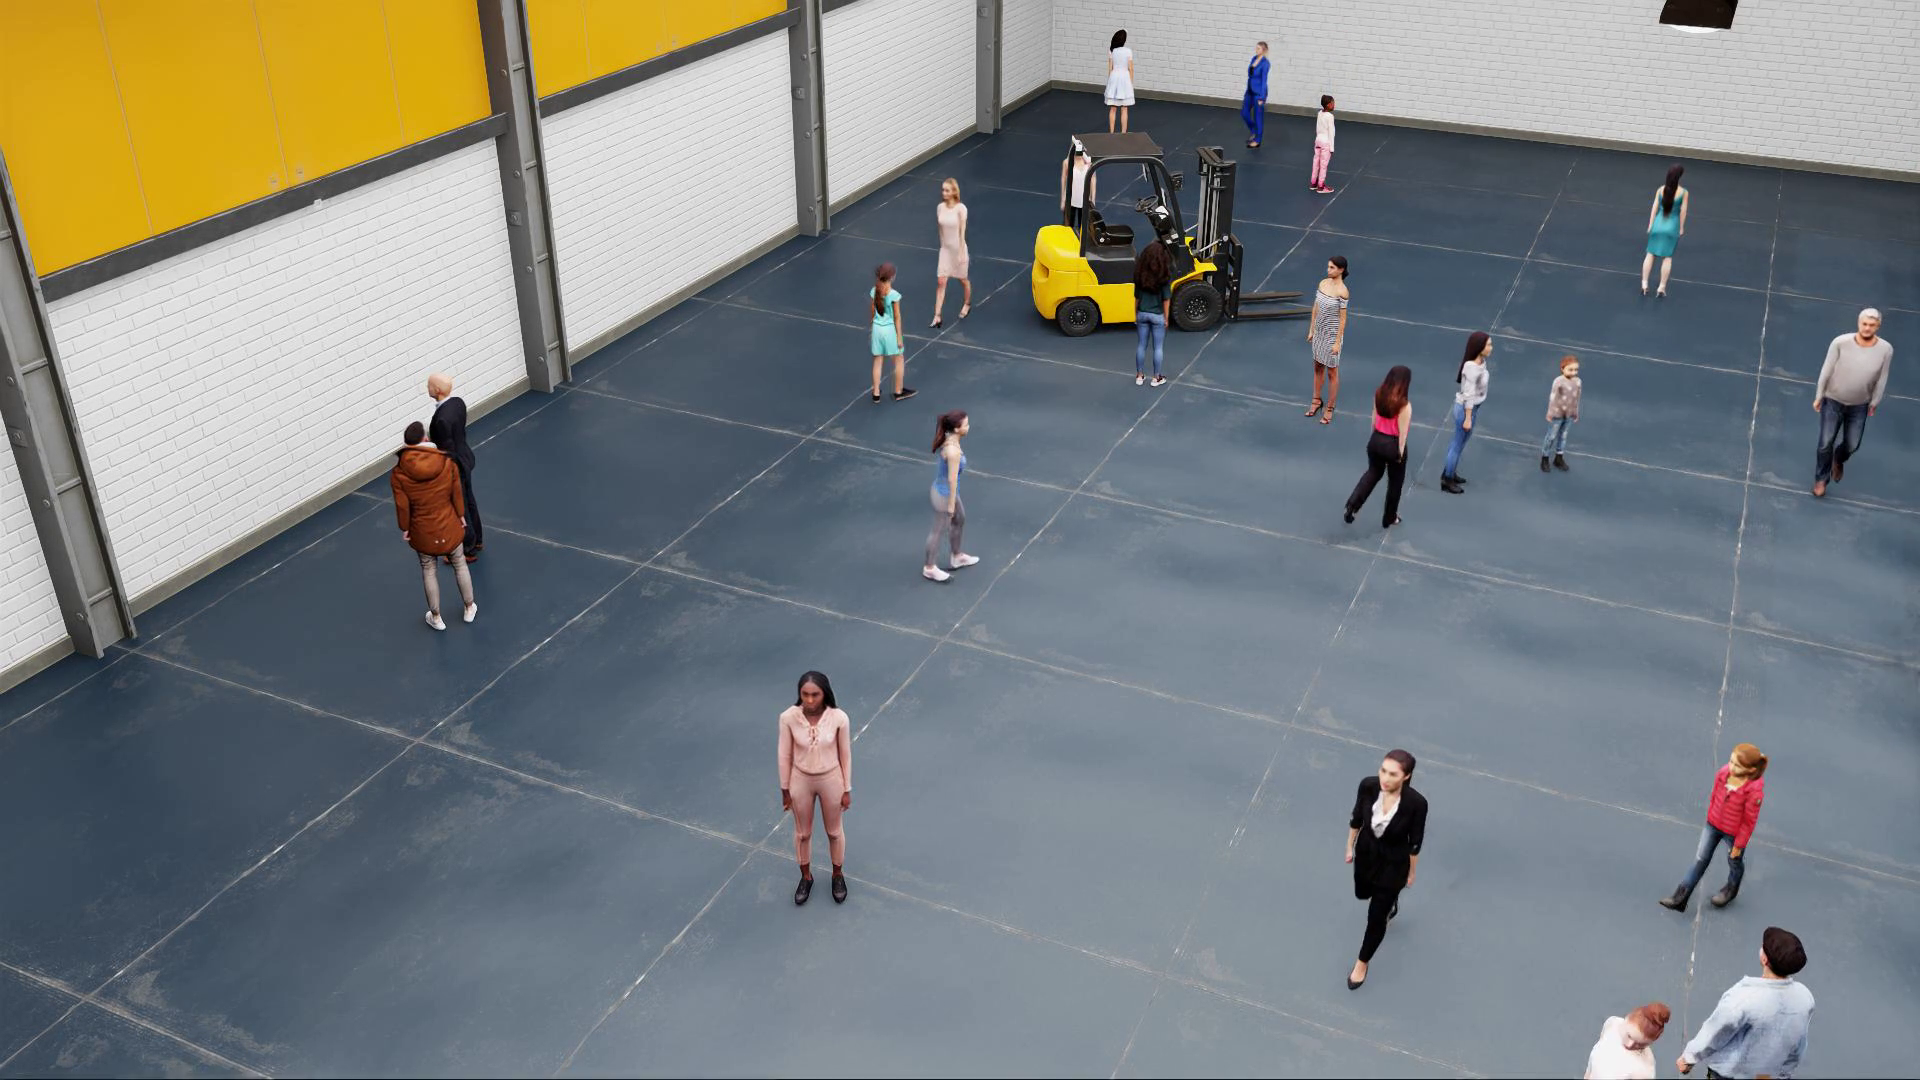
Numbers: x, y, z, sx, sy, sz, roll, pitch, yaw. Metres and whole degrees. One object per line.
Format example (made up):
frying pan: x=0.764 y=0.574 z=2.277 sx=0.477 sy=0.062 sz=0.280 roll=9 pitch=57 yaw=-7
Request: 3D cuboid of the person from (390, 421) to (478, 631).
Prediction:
person: x=-4.338 y=-0.118 z=13.727 sx=0.833 sy=1.836 sz=0.907 roll=-14 pitch=31 yaw=-23

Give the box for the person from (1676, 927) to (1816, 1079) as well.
person: x=4.014 y=2.797 z=8.458 sx=1.159 sy=1.766 sz=1.239 roll=-8 pitch=30 yaw=-15

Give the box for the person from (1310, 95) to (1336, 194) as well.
person: x=5.424 y=-5.922 z=24.779 sx=0.675 sy=1.443 sz=0.622 roll=-11 pitch=31 yaw=-20

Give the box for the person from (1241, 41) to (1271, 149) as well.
person: x=4.867 y=-7.190 z=26.844 sx=0.785 sy=1.691 sz=0.753 roll=-14 pitch=31 yaw=-23

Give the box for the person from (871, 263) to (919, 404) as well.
person: x=-0.815 y=-2.225 z=17.891 sx=0.666 sy=1.548 sz=0.655 roll=11 pitch=31 yaw=20

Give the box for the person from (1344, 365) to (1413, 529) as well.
person: x=3.858 y=-0.814 z=15.207 sx=0.984 sy=1.641 sz=0.823 roll=-20 pitch=35 yaw=-33

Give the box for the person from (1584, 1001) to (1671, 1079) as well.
person: x=3.229 y=2.876 z=8.304 sx=0.777 sy=1.773 sz=0.620 roll=7 pitch=29 yaw=13

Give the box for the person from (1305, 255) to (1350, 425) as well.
person: x=3.853 y=-2.104 z=17.382 sx=0.705 sy=1.822 sz=0.687 roll=-17 pitch=33 yaw=-28

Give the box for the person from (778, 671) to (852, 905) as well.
person: x=-0.923 y=1.585 z=10.725 sx=0.698 sy=1.722 sz=0.694 roll=-1 pitch=29 yaw=-2

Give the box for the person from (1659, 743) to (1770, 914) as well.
person: x=4.991 y=1.850 z=10.694 sx=0.945 sy=1.287 sz=0.835 roll=-14 pitch=32 yaw=-24

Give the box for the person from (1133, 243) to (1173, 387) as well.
person: x=2.101 y=-2.479 z=18.286 sx=0.581 sy=1.616 sz=0.567 roll=13 pitch=31 yaw=22

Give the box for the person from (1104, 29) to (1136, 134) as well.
person: x=2.605 y=-7.379 z=27.056 sx=0.672 sy=1.818 sz=0.691 roll=12 pitch=31 yaw=22

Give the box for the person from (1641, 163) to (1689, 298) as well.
person: x=8.795 y=-3.868 z=20.759 sx=0.580 sy=1.686 sz=0.523 roll=18 pitch=33 yaw=30

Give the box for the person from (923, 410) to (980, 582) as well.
person: x=-0.164 y=-0.391 z=14.485 sx=0.832 sy=1.590 sz=0.802 roll=0 pitch=29 yaw=-1

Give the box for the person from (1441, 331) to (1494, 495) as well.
person: x=4.869 y=-1.247 z=16.011 sx=0.677 sy=1.631 sz=0.472 roll=10 pitch=30 yaw=17

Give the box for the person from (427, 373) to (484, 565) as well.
person: x=-4.476 y=-0.653 z=14.745 sx=0.825 sy=1.800 sz=0.674 roll=1 pitch=29 yaw=1

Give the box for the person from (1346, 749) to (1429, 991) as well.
person: x=2.618 y=1.936 z=10.170 sx=0.766 sy=1.638 sz=1.074 roll=21 pitch=35 yaw=34

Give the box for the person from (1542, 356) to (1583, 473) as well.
person: x=5.979 y=-1.270 z=16.509 sx=0.555 sy=1.194 sz=0.597 roll=-5 pitch=29 yaw=-9

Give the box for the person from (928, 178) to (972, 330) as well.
person: x=-0.016 y=-3.421 z=19.847 sx=0.658 sy=1.775 sz=1.102 roll=15 pitch=32 yaw=26

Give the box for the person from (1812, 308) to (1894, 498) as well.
person: x=8.481 y=-1.348 z=15.920 sx=0.725 sy=1.895 sz=0.803 roll=13 pitch=31 yaw=22
